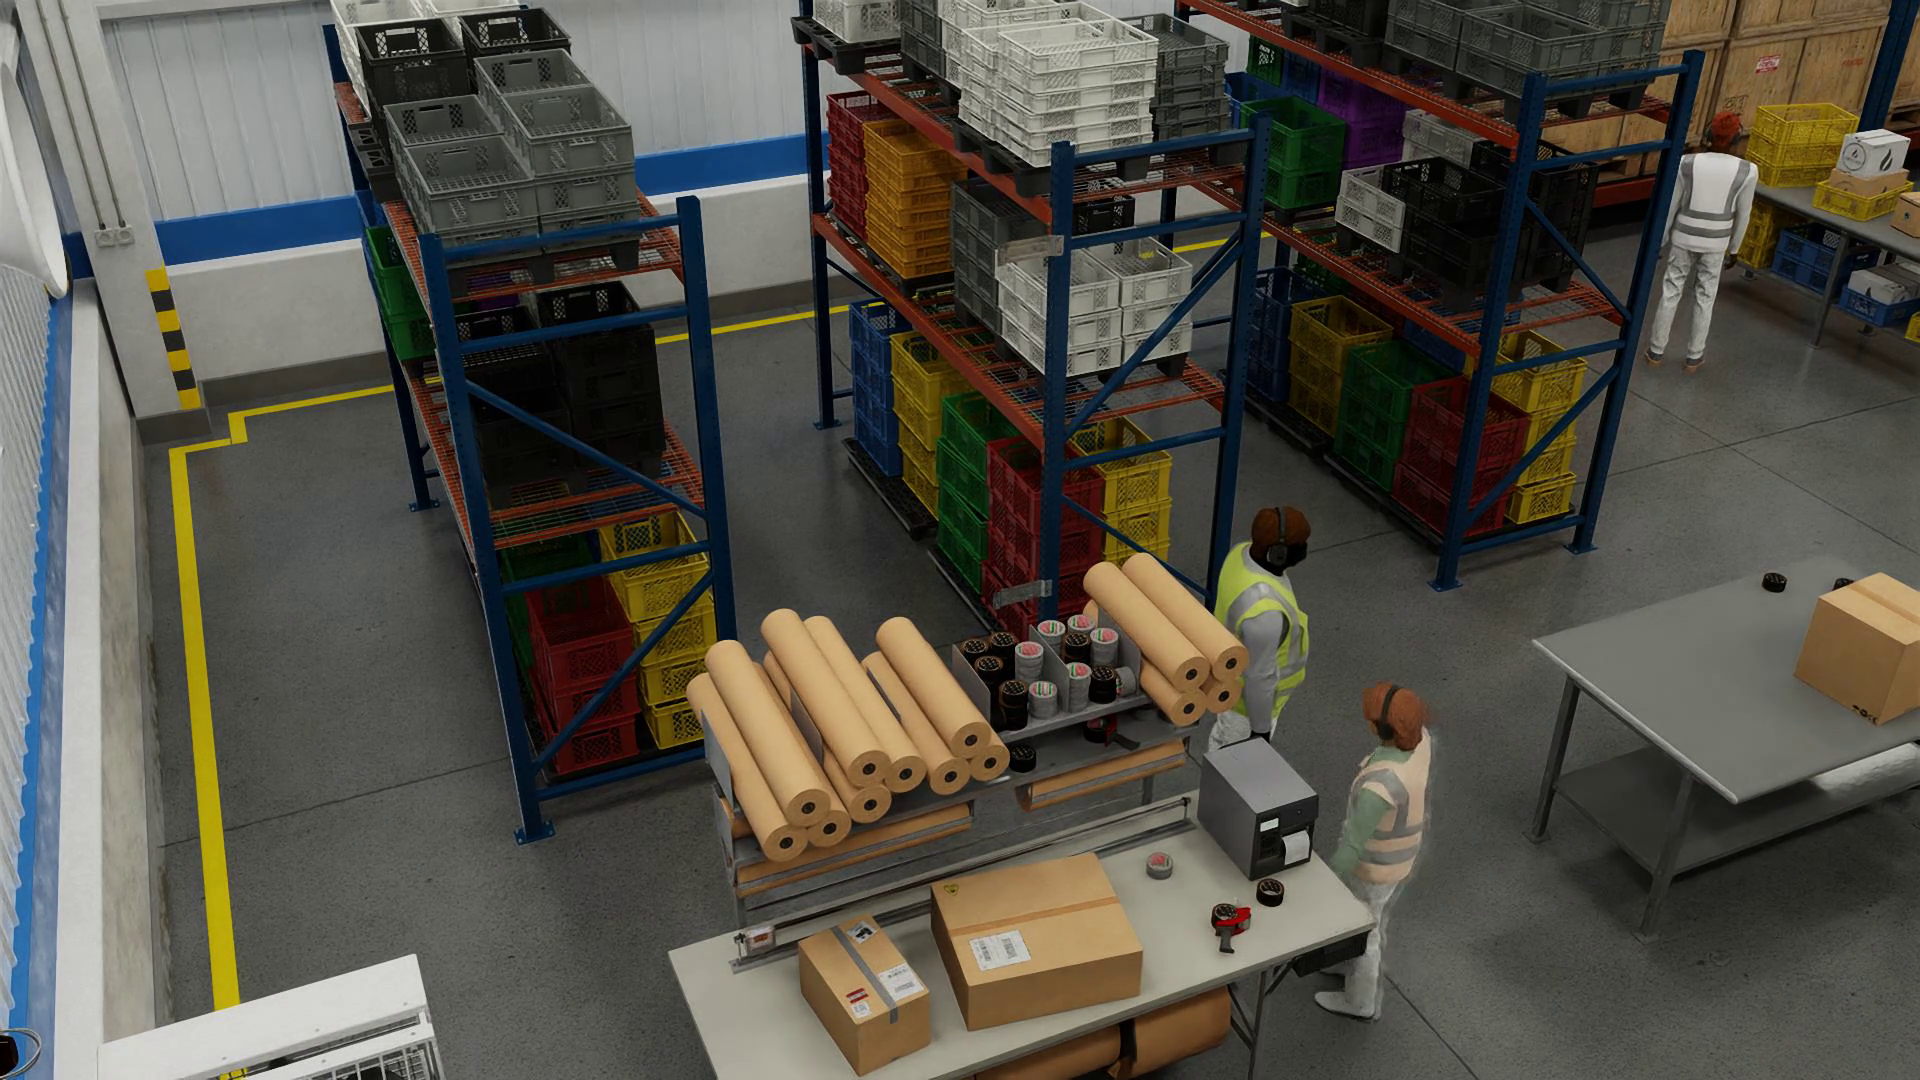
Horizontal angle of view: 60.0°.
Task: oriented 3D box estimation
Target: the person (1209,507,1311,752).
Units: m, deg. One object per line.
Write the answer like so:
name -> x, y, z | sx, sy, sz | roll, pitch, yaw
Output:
person -> 1.310, 0.656, 7.405 | 0.430, 1.836, 0.629 | 0, 32, 0

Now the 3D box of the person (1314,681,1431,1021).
person -> 1.595, 1.245, 6.635 | 0.456, 1.621, 0.547 | 17, 36, 25

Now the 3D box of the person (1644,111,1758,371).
person -> 5.268, -2.120, 11.859 | 0.572, 1.885, 0.358 | 14, 34, 22
